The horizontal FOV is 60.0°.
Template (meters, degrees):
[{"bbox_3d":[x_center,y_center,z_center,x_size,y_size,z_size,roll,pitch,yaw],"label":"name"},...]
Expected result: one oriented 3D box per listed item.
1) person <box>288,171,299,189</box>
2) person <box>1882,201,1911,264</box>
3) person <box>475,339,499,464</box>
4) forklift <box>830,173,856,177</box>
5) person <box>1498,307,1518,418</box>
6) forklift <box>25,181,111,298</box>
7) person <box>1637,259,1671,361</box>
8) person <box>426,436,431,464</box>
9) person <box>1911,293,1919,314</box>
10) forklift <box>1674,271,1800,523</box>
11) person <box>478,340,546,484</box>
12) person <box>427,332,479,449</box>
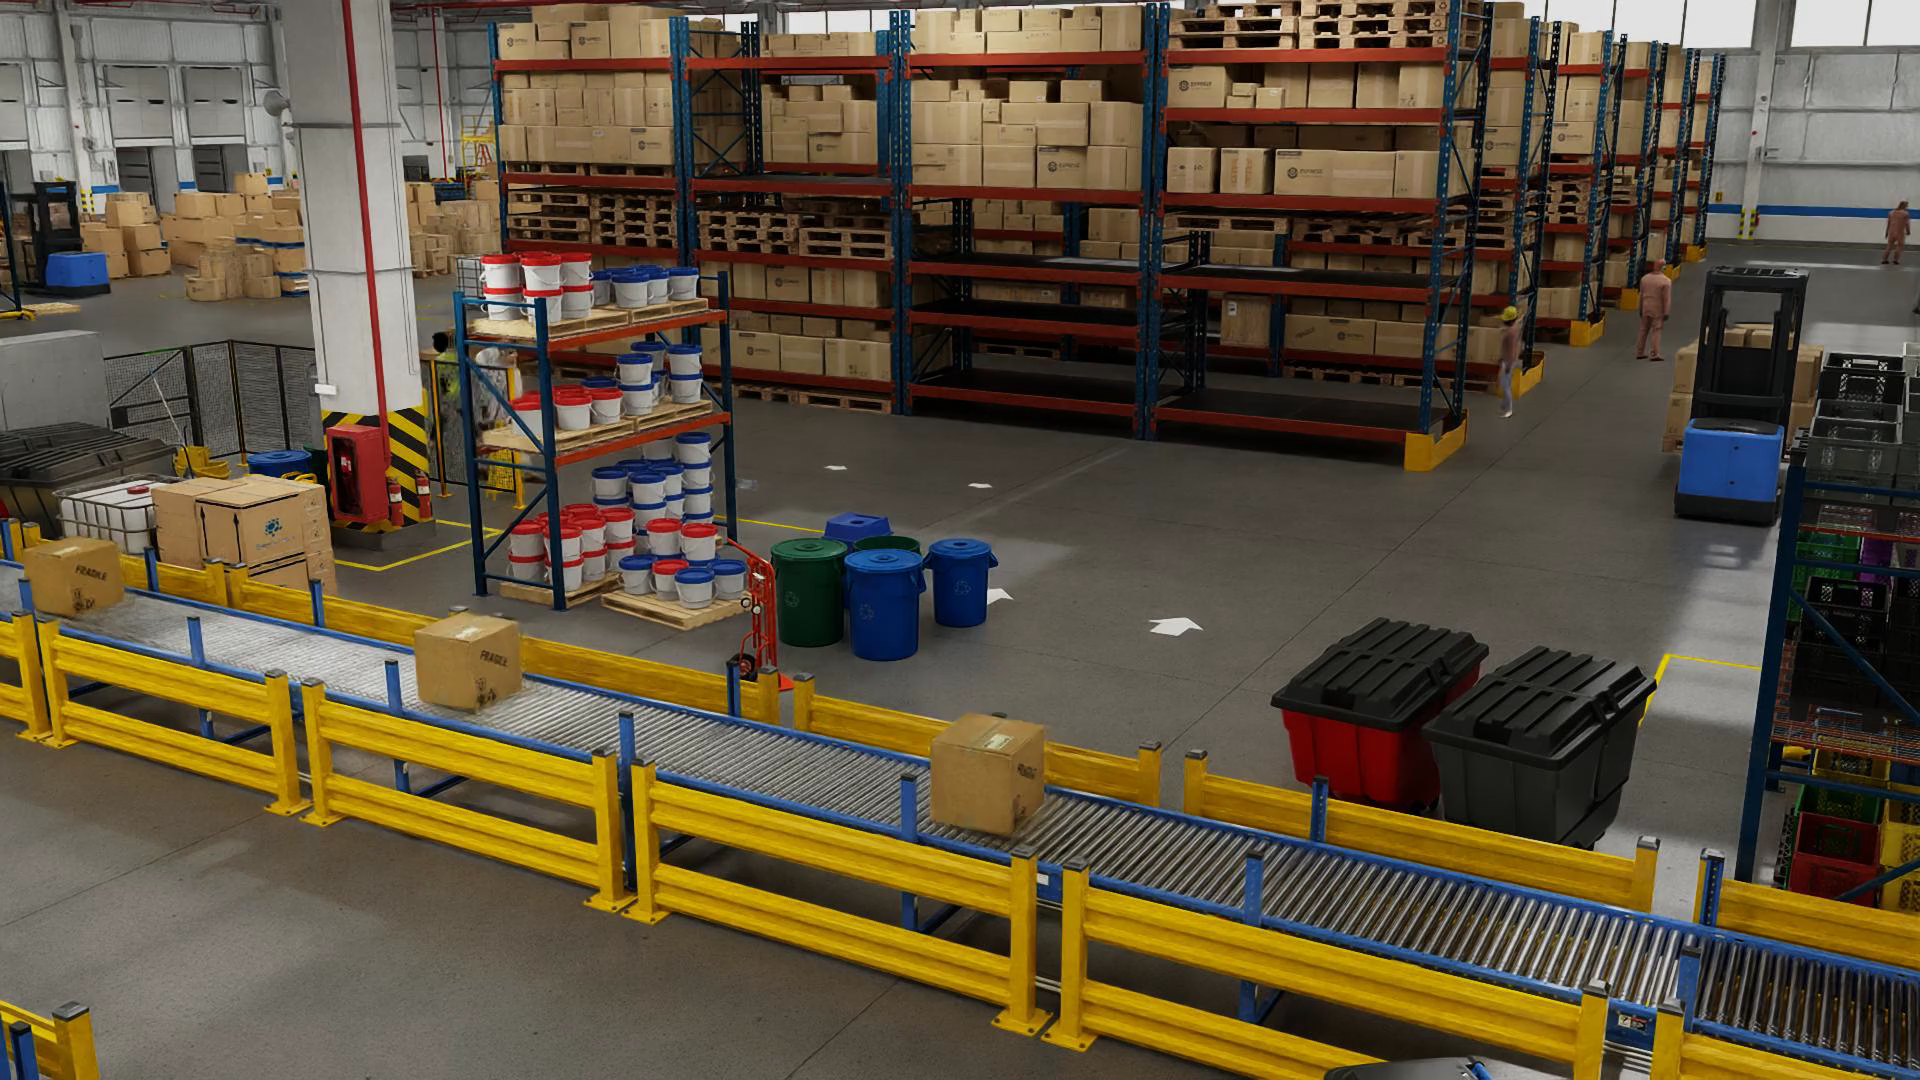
[{"bbox_3d":[-27.149,-14.130,68.042,0.589,1.928,0.384,-12,19,-39],"label":"person"},{"bbox_3d":[27.732,-9.085,49.186,0.498,1.869,0.661,-5,16,-19],"label":"person"},{"bbox_3d":[-6.144,-1.866,21.781,0.852,2.004,0.650,9,17,31],"label":"person"},{"bbox_3d":[-3.910,-11.342,55.737,1.129,2.768,1.873,8,17,28],"label":"forklift"},{"bbox_3d":[8.466,-2.757,25.703,0.293,1.727,0.668,5,16,18],"label":"person"},{"bbox_3d":[-22.198,-7.459,41.139,1.873,2.768,1.129,8,17,28],"label":"forklift"},{"bbox_3d":[13.033,-4.306,31.177,0.398,1.899,0.647,-9,17,-30],"label":"person"},{"bbox_3d":[-7.527,-1.810,22.359,0.817,1.595,0.536,4,15,13],"label":"person"},{"bbox_3d":[22.184,-5.942,37.888,0.837,1.594,0.502,2,15,8],"label":"person"},{"bbox_3d":[9.269,-1.763,19.726,1.129,2.768,1.873,8,17,27],"label":"forklift"},{"bbox_3d":[-5.830,-1.642,21.271,0.999,1.863,0.646,1,15,5],"label":"person"},{"bbox_3d":[-7.190,-2.087,23.299,0.895,1.644,0.548,3,15,10],"label":"person"}]
